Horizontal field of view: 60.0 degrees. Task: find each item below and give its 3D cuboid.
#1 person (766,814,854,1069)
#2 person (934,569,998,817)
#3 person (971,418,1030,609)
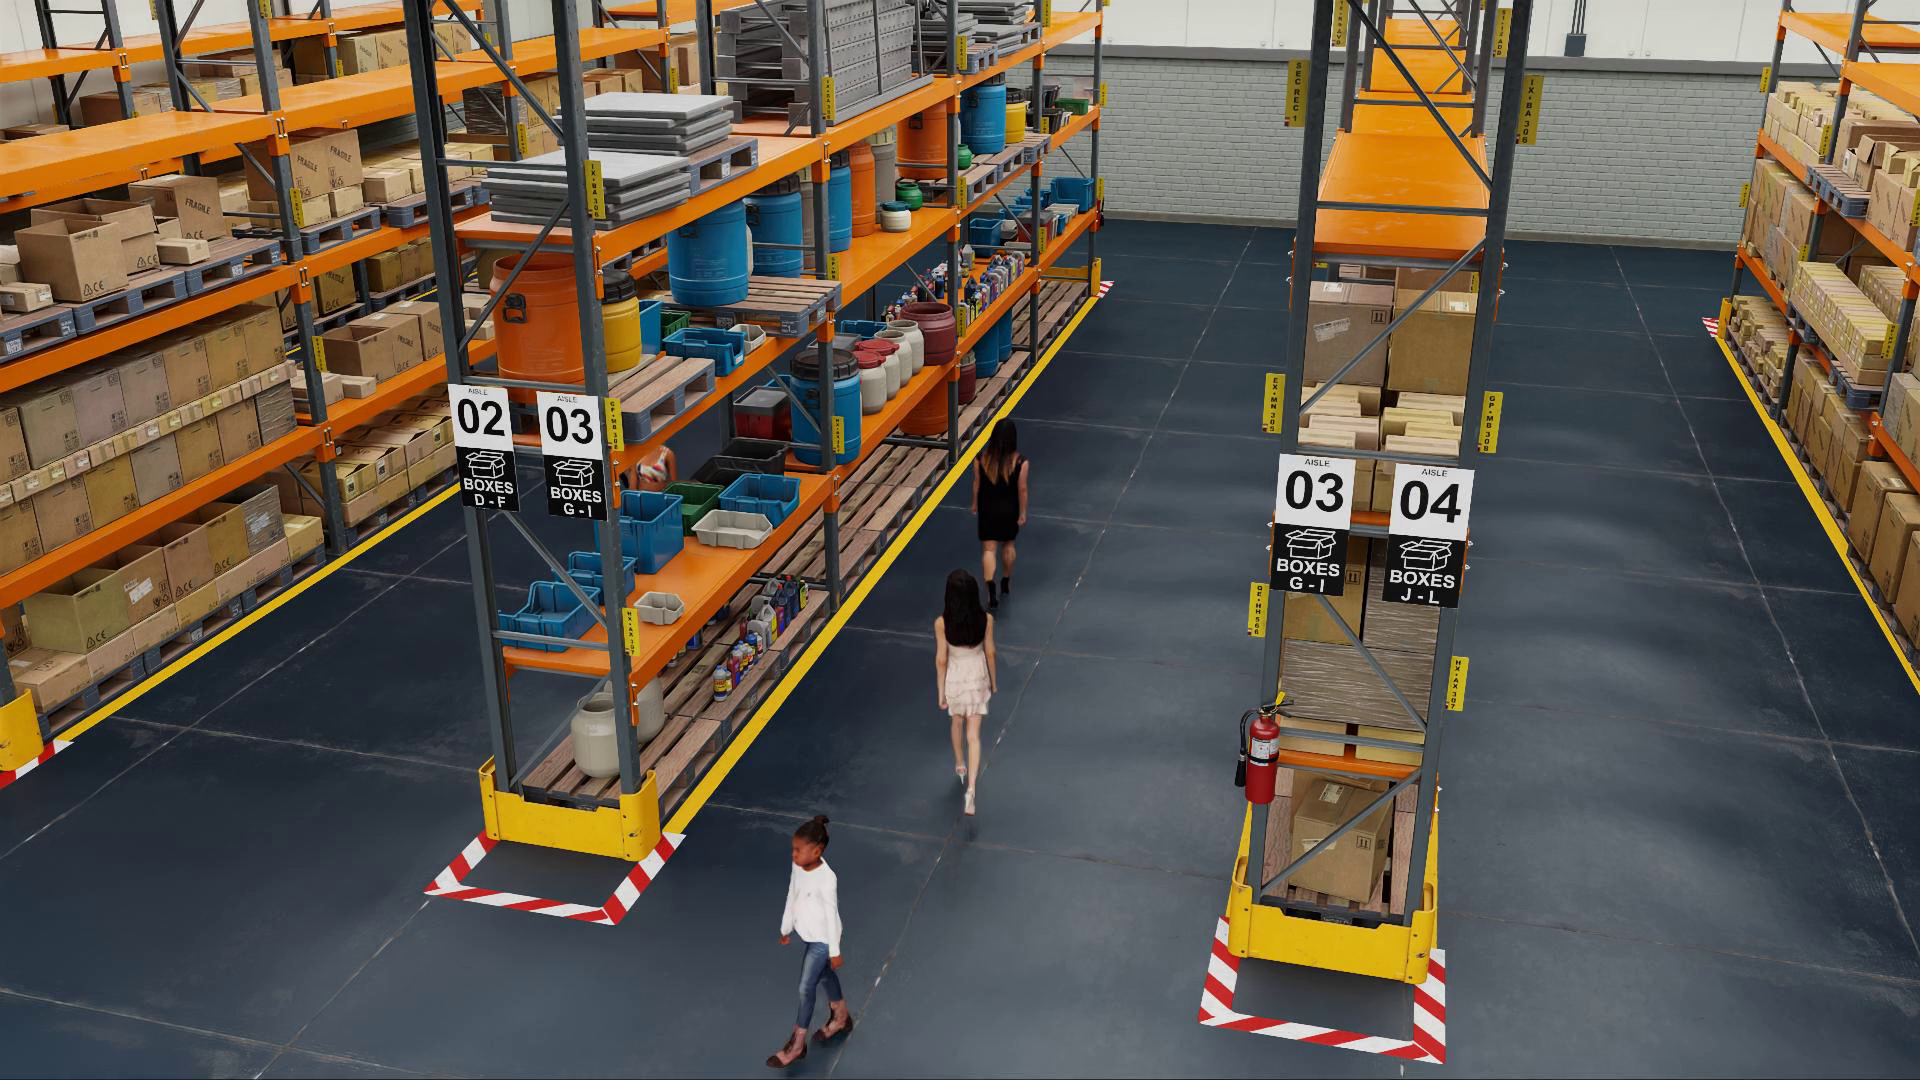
[{"bbox_3d":[-0.716,2.128,9.033,0.891,1.437,0.821,-14,26,-30],"label":"person"},{"bbox_3d":[0.048,1.064,11.286,0.766,1.701,1.117,0,22,0],"label":"person"},{"bbox_3d":[0.327,-0.188,14.355,0.788,1.694,1.060,1,22,3],"label":"person"}]
